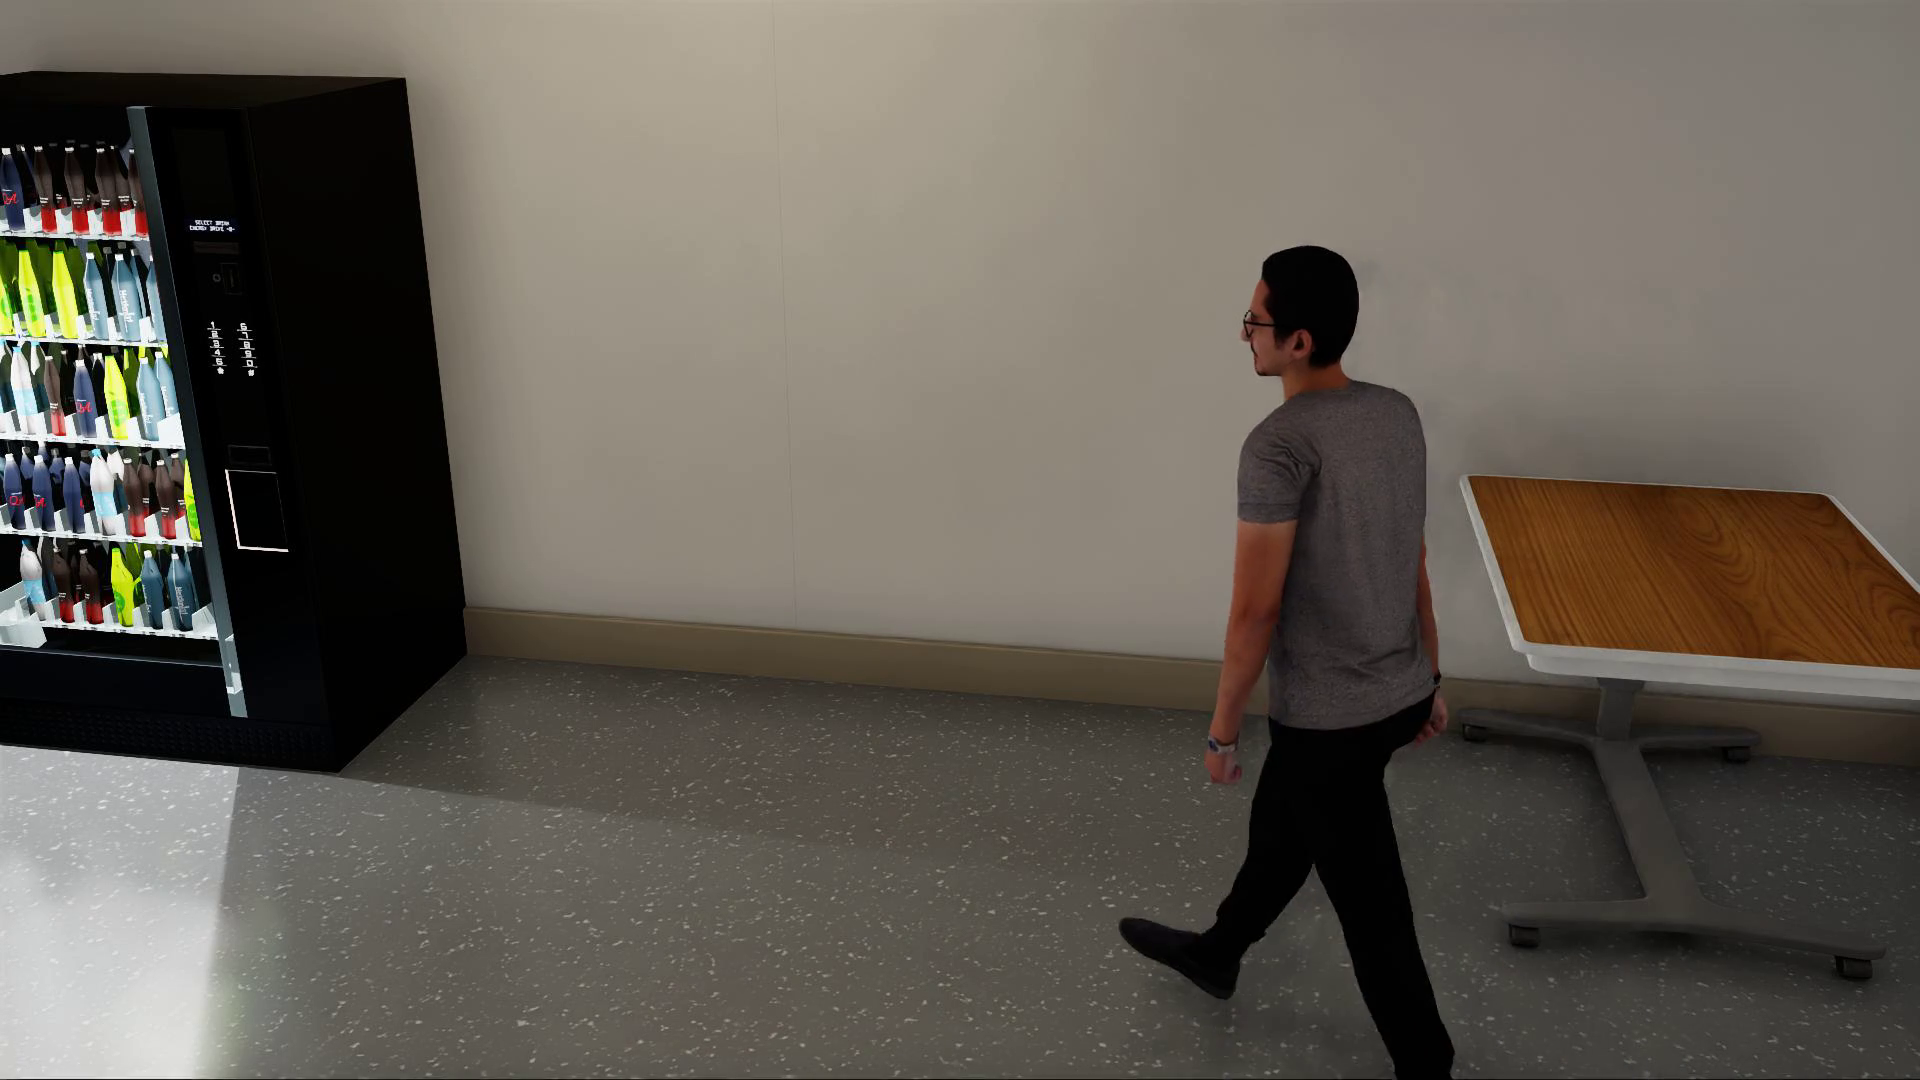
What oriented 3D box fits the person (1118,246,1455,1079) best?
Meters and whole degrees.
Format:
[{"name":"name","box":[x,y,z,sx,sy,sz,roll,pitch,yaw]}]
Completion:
[{"name":"person","box":[0.797,0.342,3.117,1.012,1.718,1.216,-19,28,-41]}]
